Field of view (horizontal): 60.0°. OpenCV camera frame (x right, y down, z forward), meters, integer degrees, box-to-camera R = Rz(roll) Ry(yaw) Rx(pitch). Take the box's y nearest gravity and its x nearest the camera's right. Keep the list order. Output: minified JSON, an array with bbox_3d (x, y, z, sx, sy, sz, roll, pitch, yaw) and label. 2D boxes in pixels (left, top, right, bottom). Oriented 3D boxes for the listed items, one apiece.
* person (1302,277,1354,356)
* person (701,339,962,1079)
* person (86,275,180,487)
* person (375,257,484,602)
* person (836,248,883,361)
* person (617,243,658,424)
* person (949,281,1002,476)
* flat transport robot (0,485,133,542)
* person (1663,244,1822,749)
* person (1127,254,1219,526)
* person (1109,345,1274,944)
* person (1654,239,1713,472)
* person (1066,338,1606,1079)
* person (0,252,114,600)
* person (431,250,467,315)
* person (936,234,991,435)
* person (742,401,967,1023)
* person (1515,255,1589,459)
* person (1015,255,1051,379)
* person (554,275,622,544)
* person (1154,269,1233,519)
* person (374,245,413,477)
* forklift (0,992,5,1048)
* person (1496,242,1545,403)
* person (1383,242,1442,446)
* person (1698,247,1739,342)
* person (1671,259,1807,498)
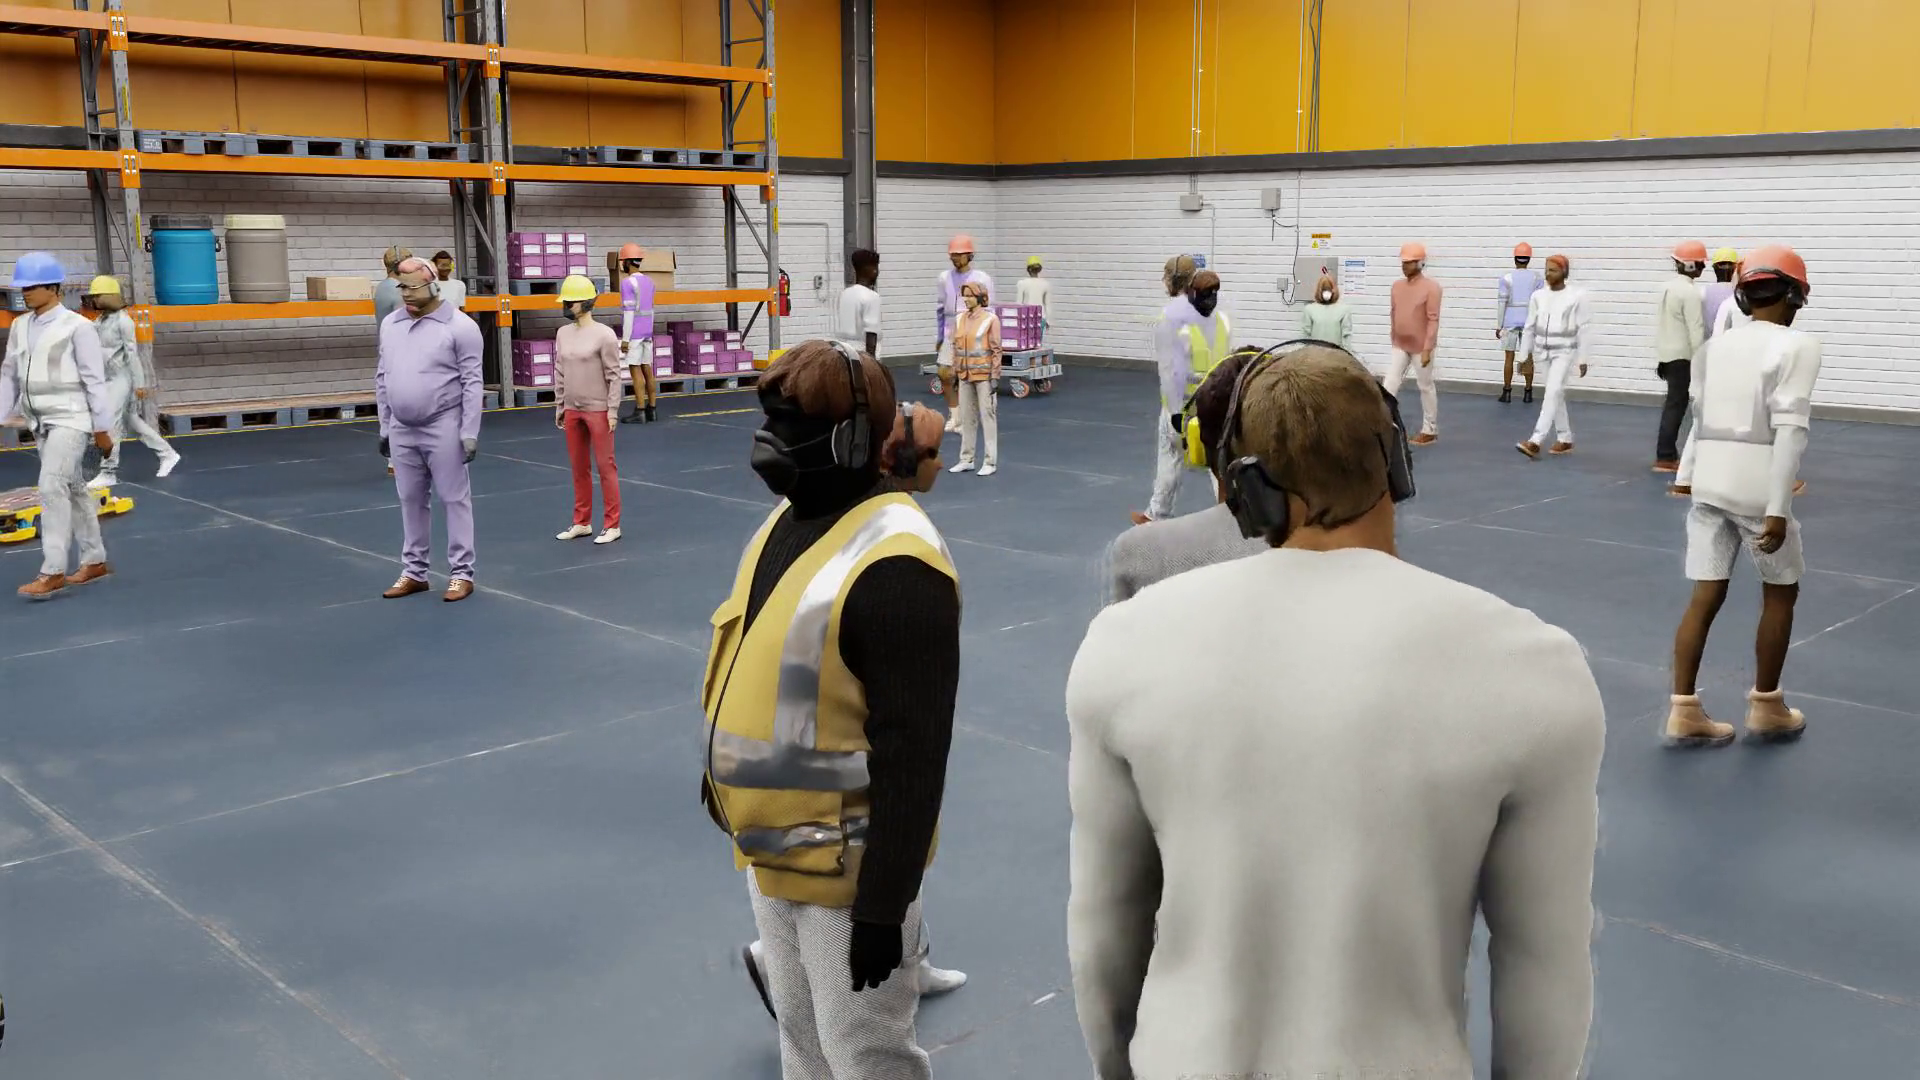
[{"bbox_3d":[3.730,-1.857,16.873,0.519,1.595,0.810,1,10,7],"label":"person"},{"bbox_3d":[-0.245,0.564,3.009,0.429,1.847,0.627,-5,12,-27],"label":"person"},{"bbox_3d":[-6.841,-1.316,13.644,0.493,1.711,0.847,8,13,36],"label":"person"},{"bbox_3d":[-2.962,-0.605,9.226,0.636,1.902,0.406,3,11,15],"label":"person"},{"bbox_3d":[-0.845,-1.576,14.492,0.998,1.913,0.622,-8,13,-37],"label":"person"},{"bbox_3d":[-3.507,-2.220,17.932,0.374,1.935,0.552,4,11,20],"label":"person"},{"bbox_3d":[0.137,-1.362,14.065,0.516,1.640,0.314,9,14,42],"label":"person"},{"bbox_3d":[-6.430,-0.201,11.468,0.652,0.197,1.431,1,10,5],"label":"flat transport robot"},{"bbox_3d":[3.124,-0.169,6.624,0.802,1.978,0.638,-4,11,-23],"label":"person"},{"bbox_3d":[1.514,-0.958,11.213,0.800,1.896,0.662,9,14,41],"label":"person"},{"bbox_3d":[0.480,0.568,3.080,0.541,1.839,0.953,3,11,16],"label":"person"},{"bbox_3d":[6.190,-1.565,14.242,0.441,1.990,0.630,1,10,5],"label":"person"},{"bbox_3d":[0.443,0.710,2.090,0.636,1.905,0.603,5,11,25],"label":"person"},{"bbox_3d":[-5.176,-0.635,9.326,0.623,1.914,0.815,6,12,28],"label":"person"},{"bbox_3d":[-5.579,-2.195,18.020,0.518,1.860,0.321,-5,12,-25],"label":"person"},{"bbox_3d":[-0.003,-2.061,16.808,0.635,2.029,0.524,5,12,27],"label":"person"},{"bbox_3d":[-0.262,0.459,4.213,0.598,1.617,0.517,-5,11,-25],"label":"person"},{"bbox_3d":[5.337,-1.661,15.145,0.961,1.833,0.596,-7,13,-34],"label":"person"},{"bbox_3d":[1.031,-3.074,23.093,0.537,1.748,0.488,-4,11,-21],"label":"person"},{"bbox_3d":[-2.462,-0.850,10.936,0.532,1.765,0.323,6,12,30],"label":"person"},{"bbox_3d":[1.600,-0.883,11.043,0.652,1.793,0.928,-5,12,-27],"label":"person"},{"bbox_3d":[-4.623,-1.460,13.785,0.361,1.939,0.635,-7,13,-34],"label":"person"},{"bbox_3d":[-3.245,0.323,3.363,2.313,2.155,1.214,2,11,13],"label":"forklift"},{"bbox_3d":[6.766,-2.624,20.132,0.542,1.939,0.362,2,11,9],"label":"person"},{"bbox_3d":[4.237,-1.838,15.812,0.993,1.943,0.651,-7,13,-35],"label":"person"},{"bbox_3d":[6.662,-1.601,14.610,0.586,1.917,0.380,4,11,19],"label":"person"},{"bbox_3d":[5.958,-1.197,12.628,0.982,1.834,0.591,1,10,7],"label":"person"}]
